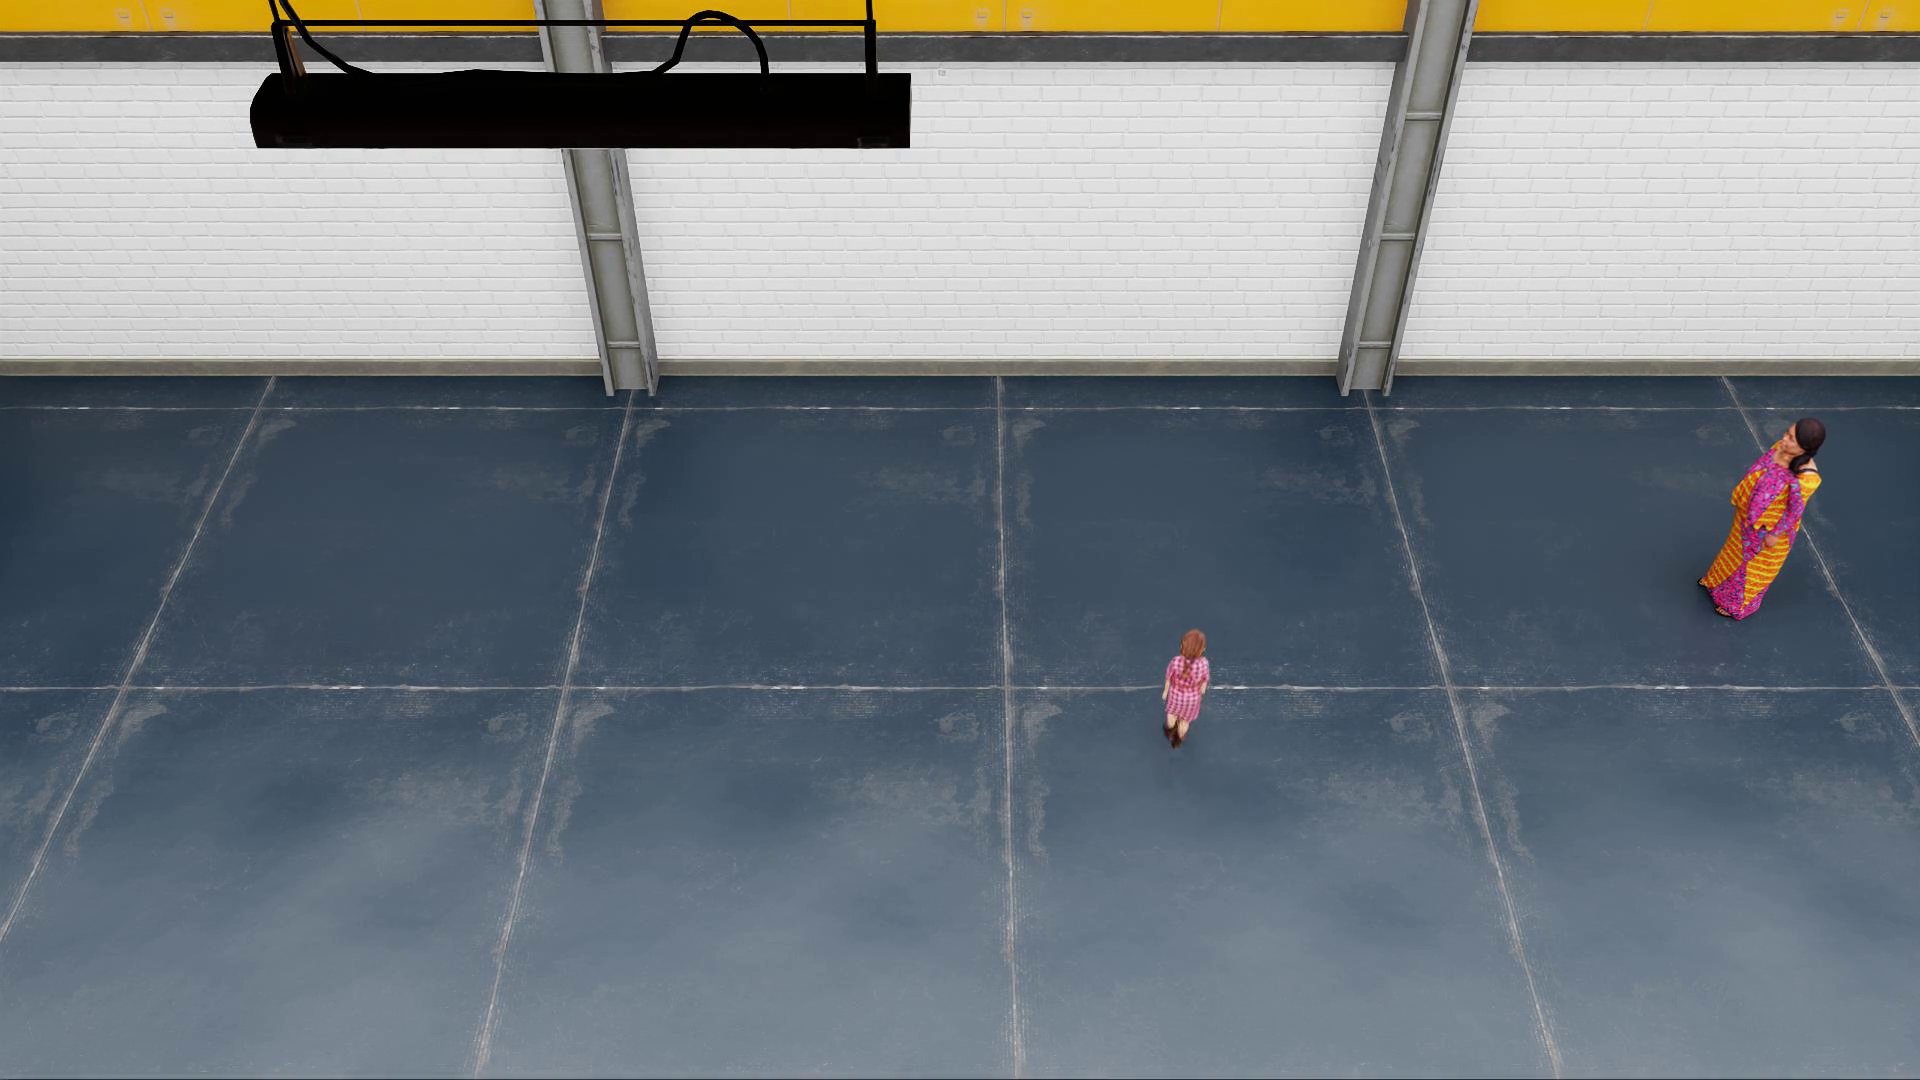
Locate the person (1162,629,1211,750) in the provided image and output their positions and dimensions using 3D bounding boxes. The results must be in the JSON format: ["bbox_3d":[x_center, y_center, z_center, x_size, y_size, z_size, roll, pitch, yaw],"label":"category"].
[{"bbox_3d":[1.425,0.984,10.568,0.384,1.014,0.492,1,44,1],"label":"person"}]

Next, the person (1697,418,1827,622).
[{"bbox_3d":[5.488,-0.187,11.310,0.664,1.686,0.657,-3,44,-4],"label":"person"}]
